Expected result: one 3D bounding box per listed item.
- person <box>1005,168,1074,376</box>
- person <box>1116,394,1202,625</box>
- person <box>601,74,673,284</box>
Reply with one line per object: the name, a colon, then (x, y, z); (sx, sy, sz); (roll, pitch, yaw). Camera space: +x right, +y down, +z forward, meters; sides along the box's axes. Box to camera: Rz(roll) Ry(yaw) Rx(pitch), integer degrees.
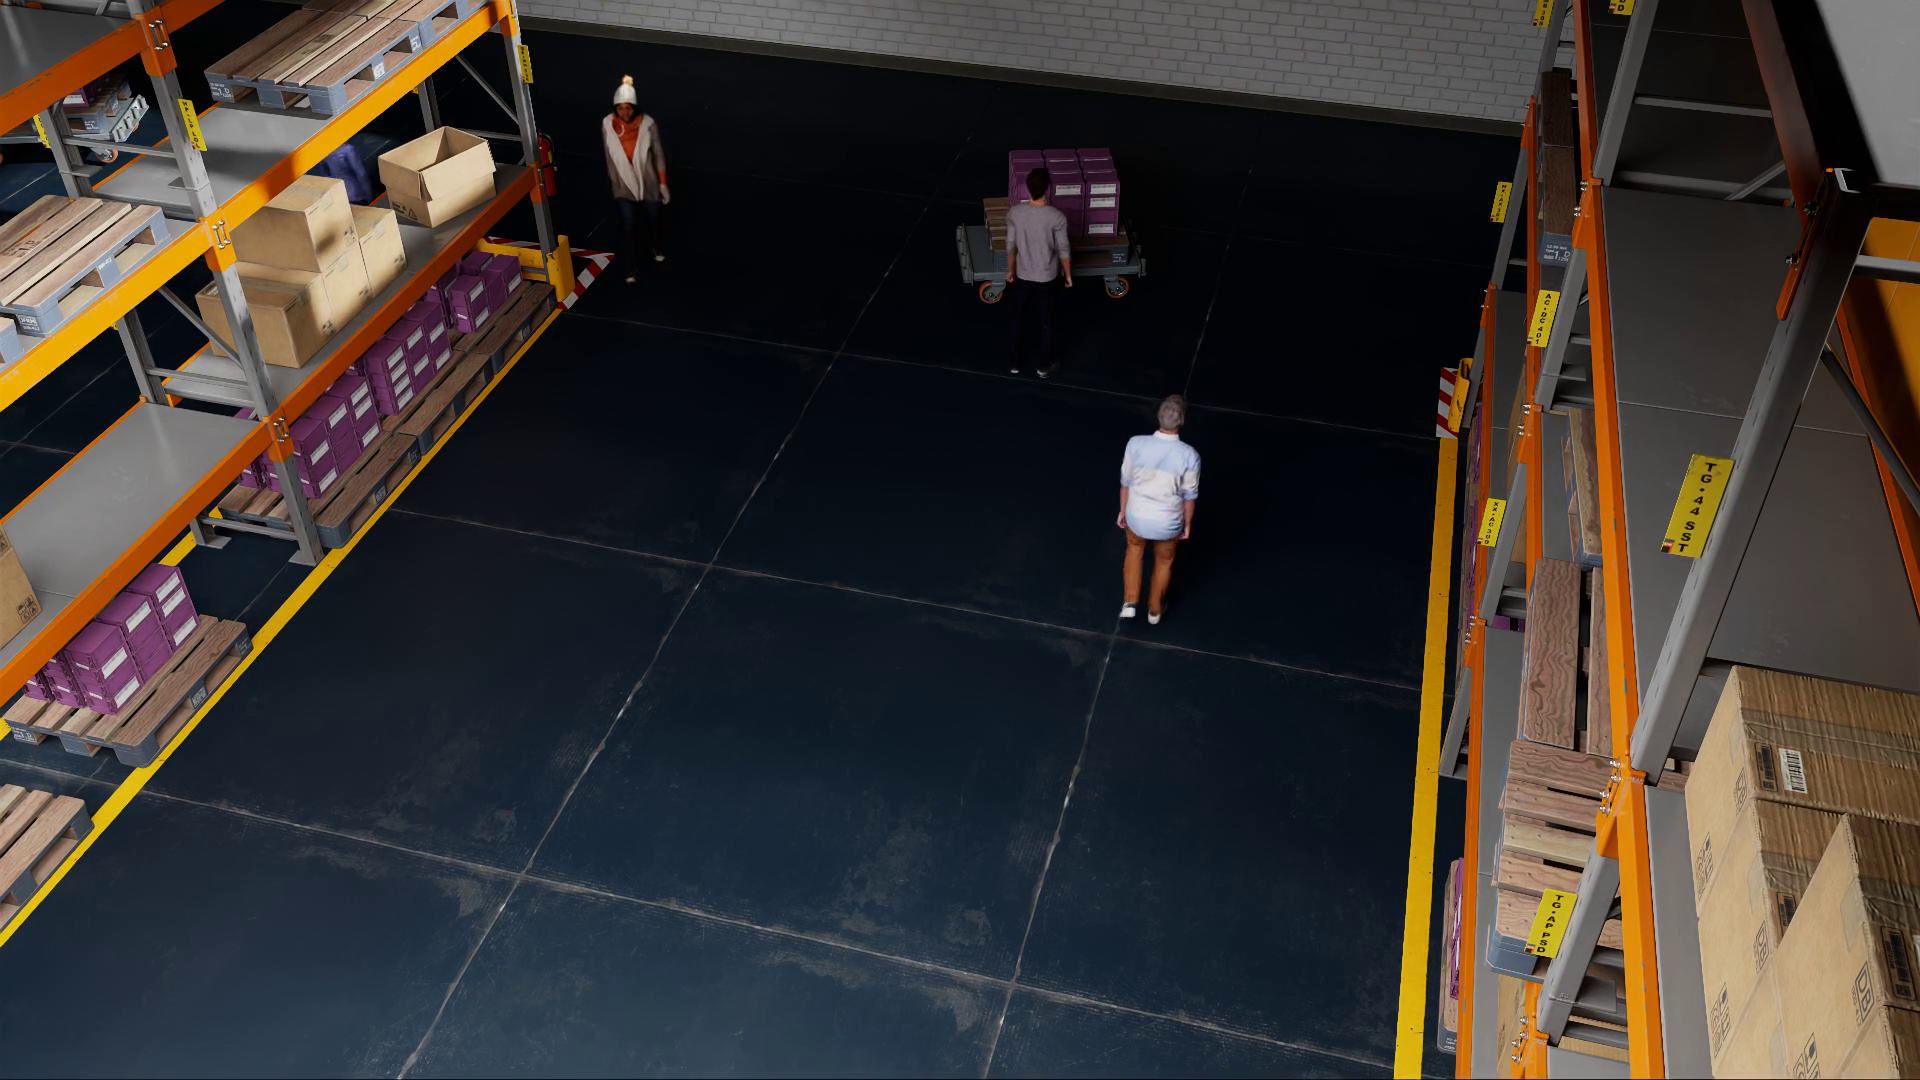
person: (0.615, -2.177, 13.622); (0.727, 1.844, 0.651); (15, 41, 18)
person: (1.284, -0.122, 11.075); (0.705, 1.810, 0.744); (12, 40, 14)
person: (-2.909, -3.339, 15.063); (0.952, 1.861, 1.152); (-7, 39, -8)
